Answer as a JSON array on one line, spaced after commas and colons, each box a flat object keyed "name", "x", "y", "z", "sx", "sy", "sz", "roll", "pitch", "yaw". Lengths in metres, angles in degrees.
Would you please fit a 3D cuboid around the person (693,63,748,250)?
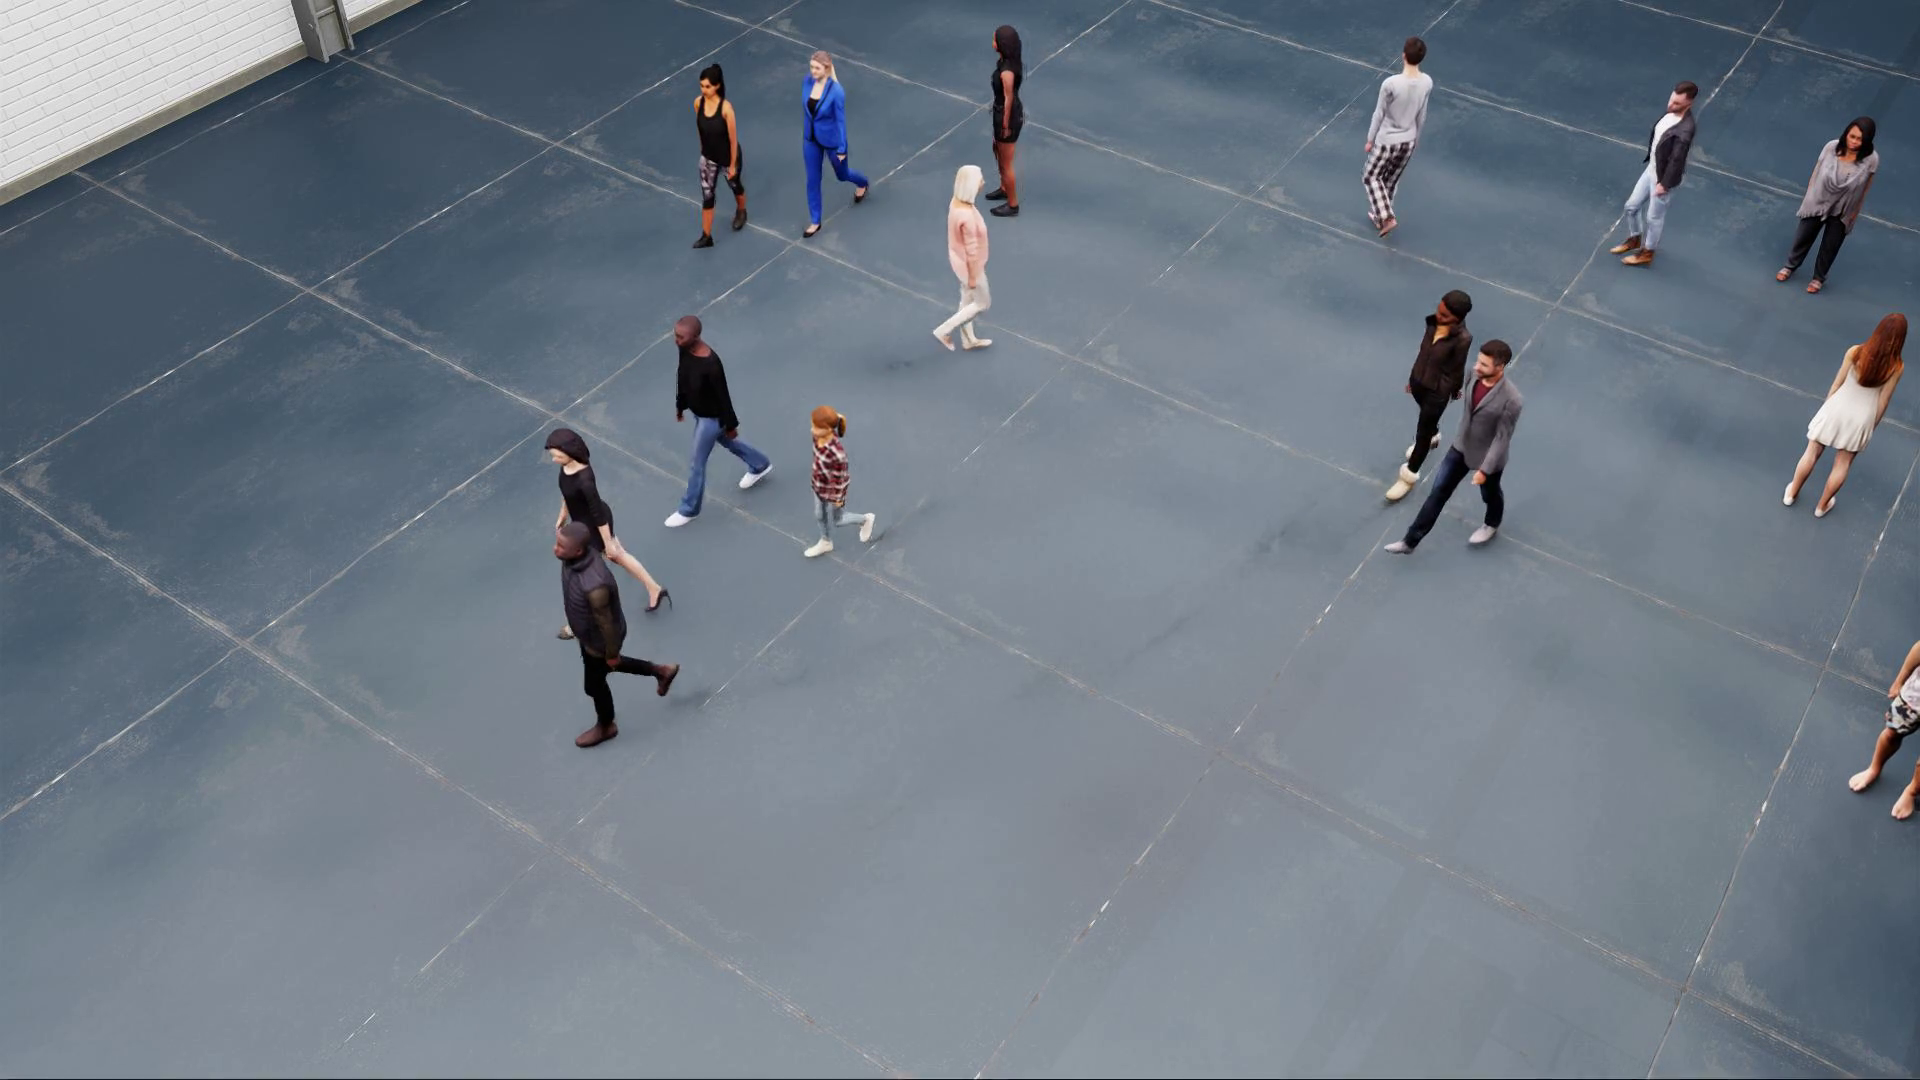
[{"name": "person", "x": -2.044, "y": -3.395, "z": 14.542, "sx": 0.756, "sy": 1.628, "sz": 1.090, "roll": 15, "pitch": 46, "yaw": 15}]

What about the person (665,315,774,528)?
[{"name": "person", "x": -1.722, "y": -0.926, "z": 11.897, "sx": 1.242, "sy": 1.703, "sz": 0.854, "roll": -27, "pitch": 50, "yaw": -26}]

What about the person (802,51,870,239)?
[{"name": "person", "x": -1.119, "y": -3.542, "z": 14.667, "sx": 0.667, "sy": 1.669, "sz": 1.109, "roll": 23, "pitch": 48, "yaw": 22}]

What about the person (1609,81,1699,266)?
[{"name": "person", "x": 6.002, "y": -3.103, "z": 14.109, "sx": 0.850, "sy": 1.804, "sz": 0.776, "roll": 3, "pitch": 44, "yaw": 3}]

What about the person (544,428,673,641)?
[{"name": "person", "x": -2.321, "y": -0.071, "z": 10.958, "sx": 1.101, "sy": 1.758, "sz": 0.966, "roll": -13, "pitch": 45, "yaw": -14}]

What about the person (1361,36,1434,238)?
[{"name": "person", "x": 3.800, "y": -3.431, "z": 14.430, "sx": 0.914, "sy": 1.834, "sz": 0.963, "roll": -9, "pitch": 44, "yaw": -9}]

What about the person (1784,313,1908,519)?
[{"name": "person", "x": 6.341, "y": -0.894, "z": 11.858, "sx": 0.560, "sy": 1.710, "sz": 0.515, "roll": 24, "pitch": 48, "yaw": 23}]

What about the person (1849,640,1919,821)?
[{"name": "person", "x": 5.844, "y": 0.914, "z": 9.886, "sx": 0.641, "sy": 1.811, "sz": 0.713, "roll": -34, "pitch": 53, "yaw": -30}]

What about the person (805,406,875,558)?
[{"name": "person", "x": -0.854, "y": -0.414, "z": 11.655, "sx": 0.838, "sy": 1.295, "sz": 0.678, "roll": -25, "pitch": 49, "yaw": -24}]

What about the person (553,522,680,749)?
[{"name": "person", "x": -2.151, "y": 0.554, "z": 10.261, "sx": 1.135, "sy": 1.817, "sz": 0.969, "roll": -21, "pitch": 48, "yaw": -21}]

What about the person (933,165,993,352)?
[{"name": "person", "x": -0.015, "y": -2.192, "z": 13.215, "sx": 0.887, "sy": 1.717, "sz": 0.816, "roll": -11, "pitch": 45, "yaw": -12}]

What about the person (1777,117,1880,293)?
[{"name": "person", "x": 7.355, "y": -2.846, "z": 13.984, "sx": 0.622, "sy": 1.605, "sz": 0.650, "roll": 27, "pitch": 50, "yaw": 26}]

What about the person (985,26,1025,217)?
[{"name": "person", "x": 0.454, "y": -3.752, "z": 14.846, "sx": 0.785, "sy": 1.726, "sz": 0.686, "roll": -5, "pitch": 44, "yaw": -5}]

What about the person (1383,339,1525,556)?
[{"name": "person", "x": 3.651, "y": -0.619, "z": 11.502, "sx": 1.332, "sy": 1.803, "sz": 1.045, "roll": -23, "pitch": 48, "yaw": -23}]

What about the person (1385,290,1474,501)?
[{"name": "person", "x": 3.326, "y": -1.069, "z": 12.084, "sx": 1.058, "sy": 1.650, "sz": 0.799, "roll": -30, "pitch": 51, "yaw": -28}]
